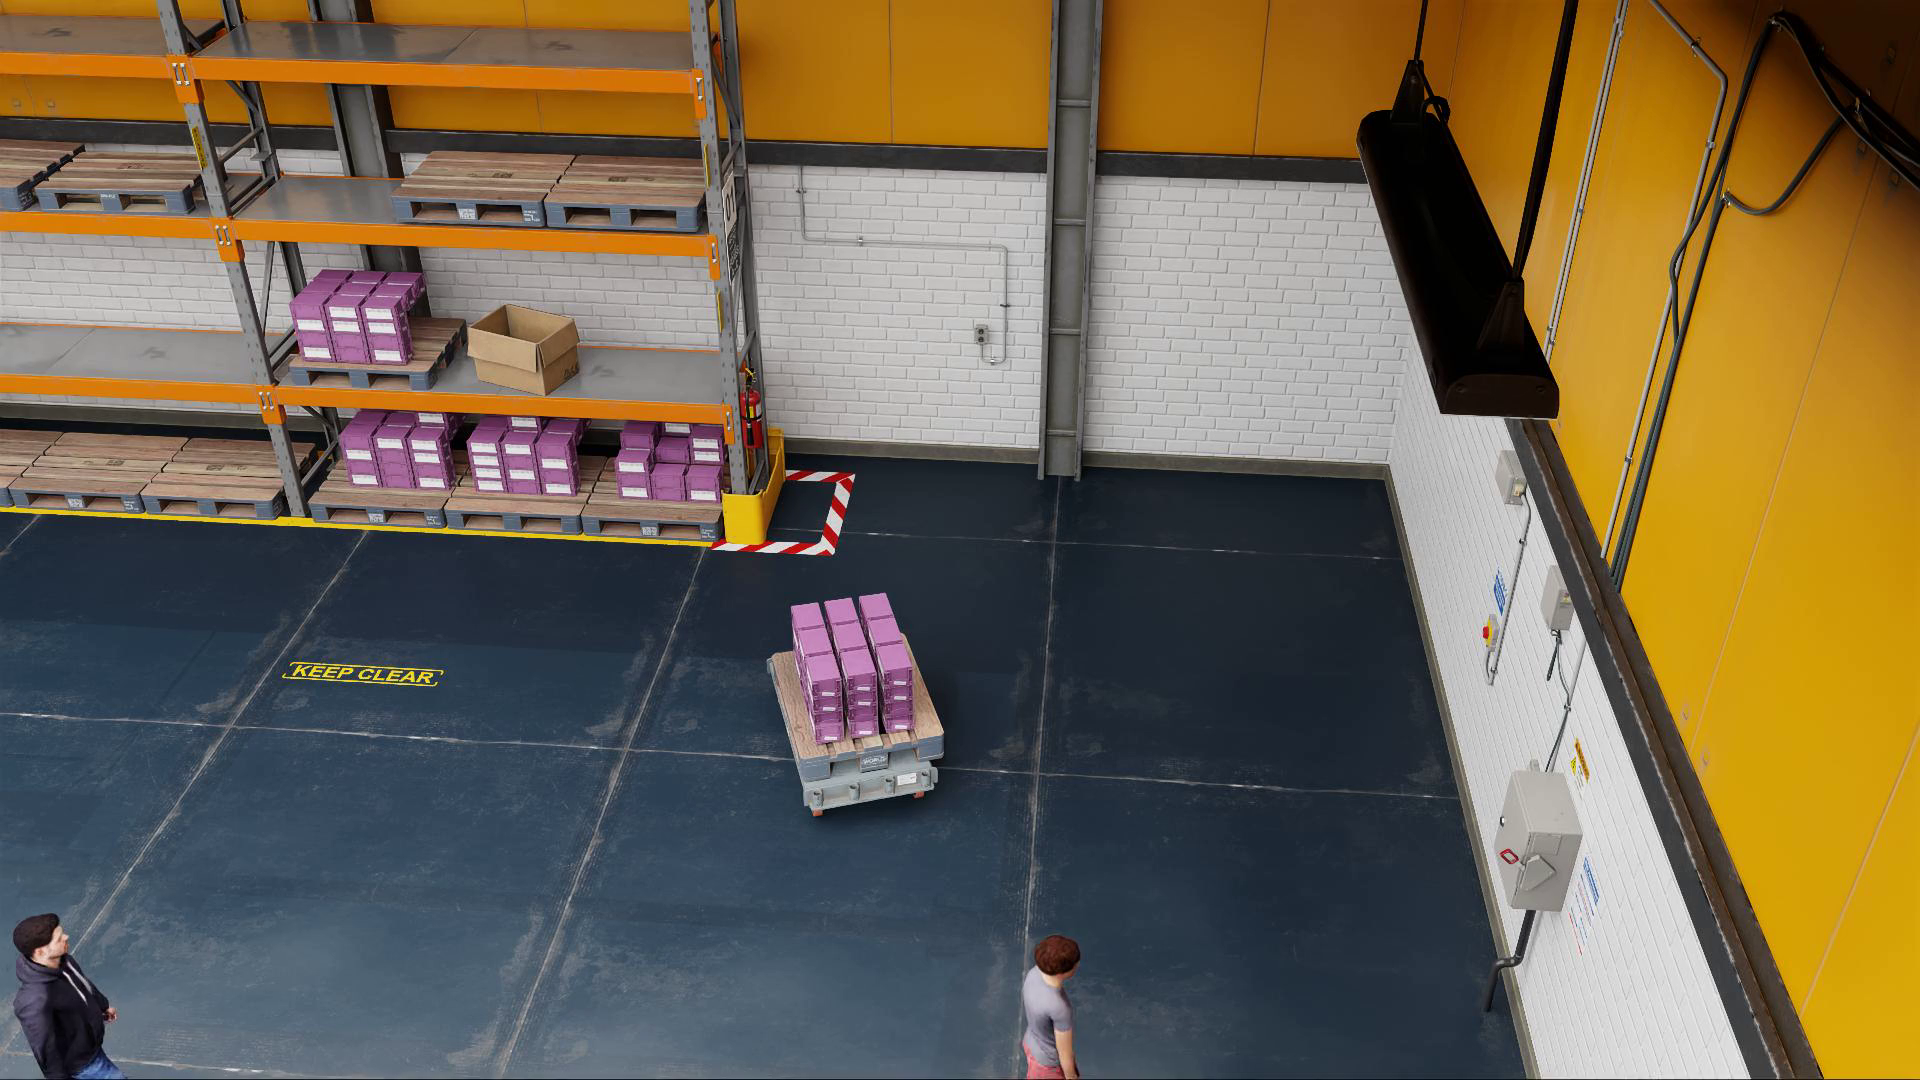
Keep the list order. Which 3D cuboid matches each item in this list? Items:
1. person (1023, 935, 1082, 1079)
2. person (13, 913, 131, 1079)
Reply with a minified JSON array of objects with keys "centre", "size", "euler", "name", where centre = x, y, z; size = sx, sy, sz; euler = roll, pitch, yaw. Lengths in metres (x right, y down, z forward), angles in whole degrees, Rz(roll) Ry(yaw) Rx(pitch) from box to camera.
[{"centre":[0.394,2.759,8.804],"size":[1.135,1.630,0.783],"euler":[-7,34,-10],"name":"person"},{"centre":[-4.733,2.693,8.688],"size":[0.972,1.869,0.888],"euler":[-14,36,-19],"name":"person"}]
